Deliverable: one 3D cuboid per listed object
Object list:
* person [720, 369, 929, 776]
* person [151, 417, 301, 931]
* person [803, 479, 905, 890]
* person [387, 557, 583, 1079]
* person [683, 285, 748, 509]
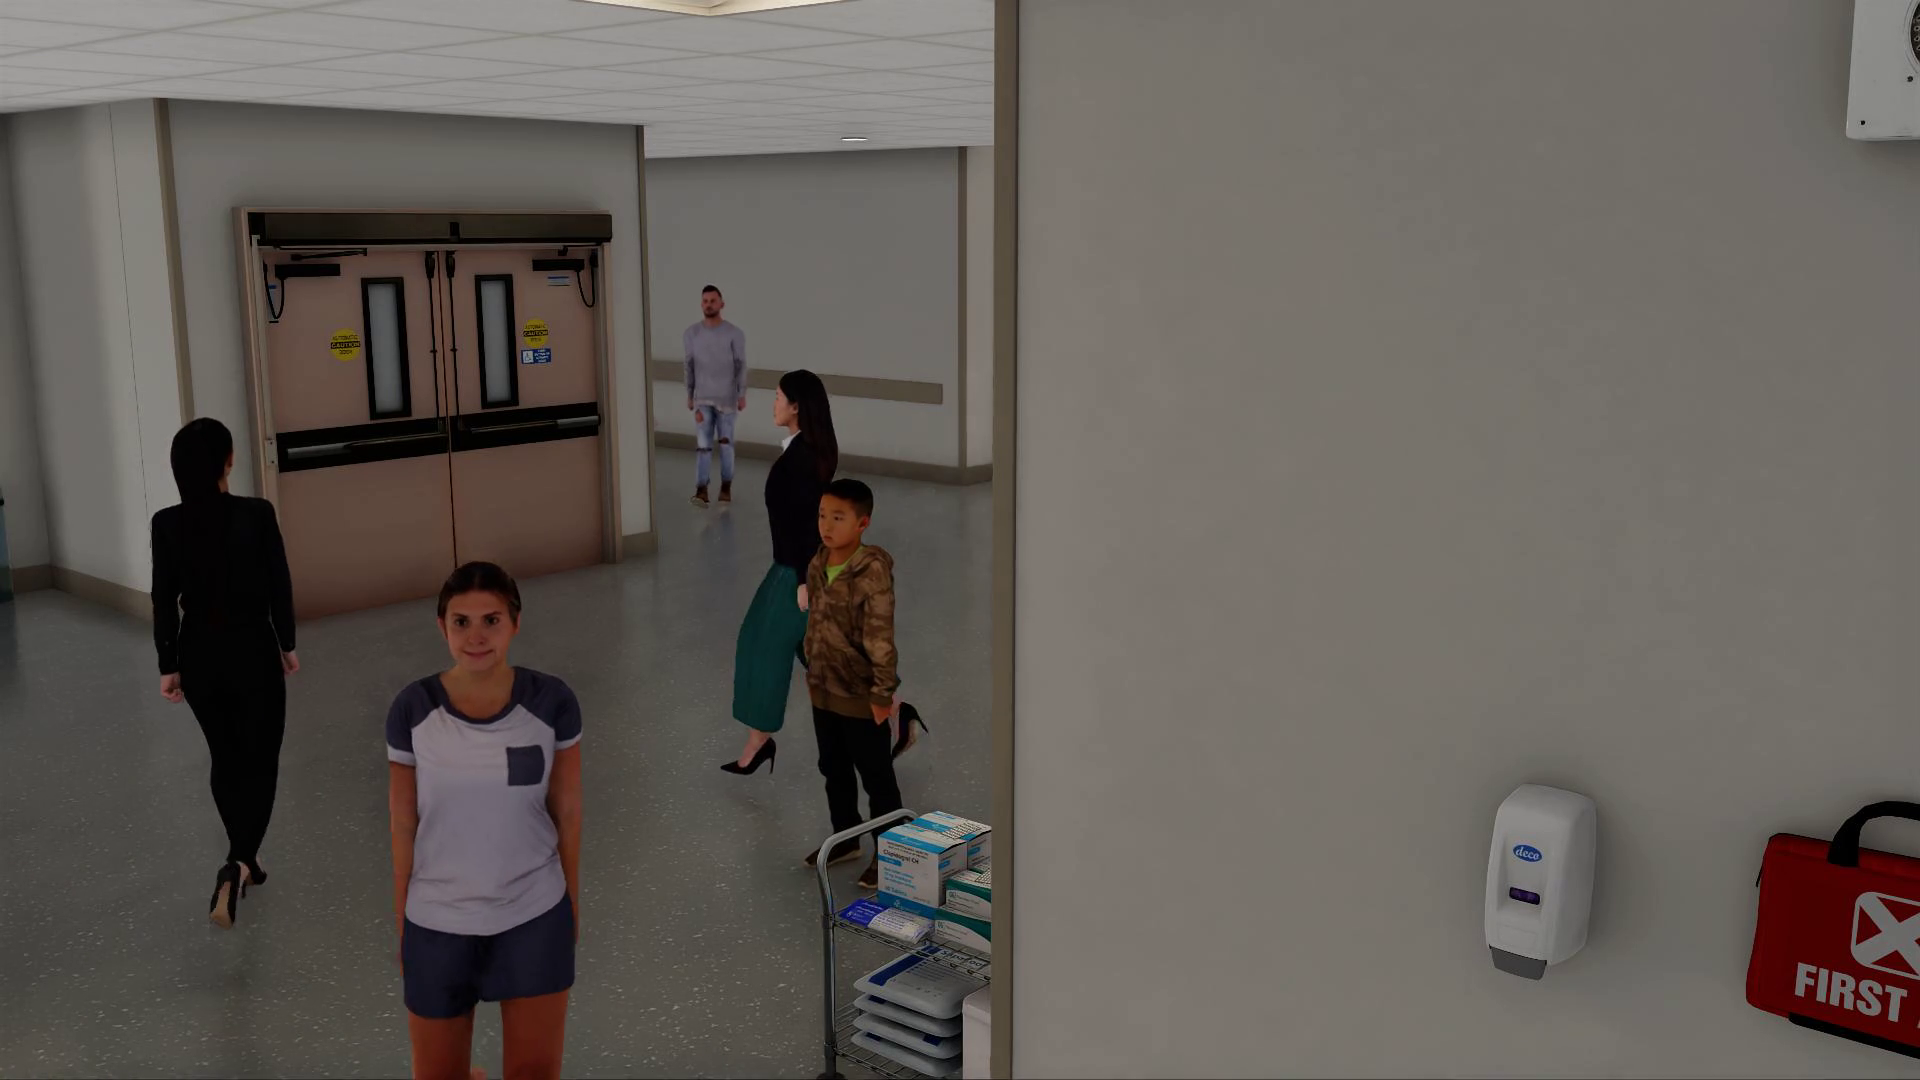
[{"bbox_3d":[-0.556,0.180,6.890,1.077,1.706,1.121,1,11,5],"label":"person"},{"bbox_3d":[-2.382,0.466,5.438,1.033,1.685,1.056,-2,11,-8],"label":"person"},{"bbox_3d":[-0.376,0.497,5.906,0.588,1.450,0.552,10,15,43],"label":"person"},{"bbox_3d":[-1.061,0.833,3.727,0.908,1.603,0.917,-3,11,-15],"label":"person"},{"bbox_3d":[-1.995,-1.165,13.730,1.106,1.797,1.230,1,11,3],"label":"person"}]
